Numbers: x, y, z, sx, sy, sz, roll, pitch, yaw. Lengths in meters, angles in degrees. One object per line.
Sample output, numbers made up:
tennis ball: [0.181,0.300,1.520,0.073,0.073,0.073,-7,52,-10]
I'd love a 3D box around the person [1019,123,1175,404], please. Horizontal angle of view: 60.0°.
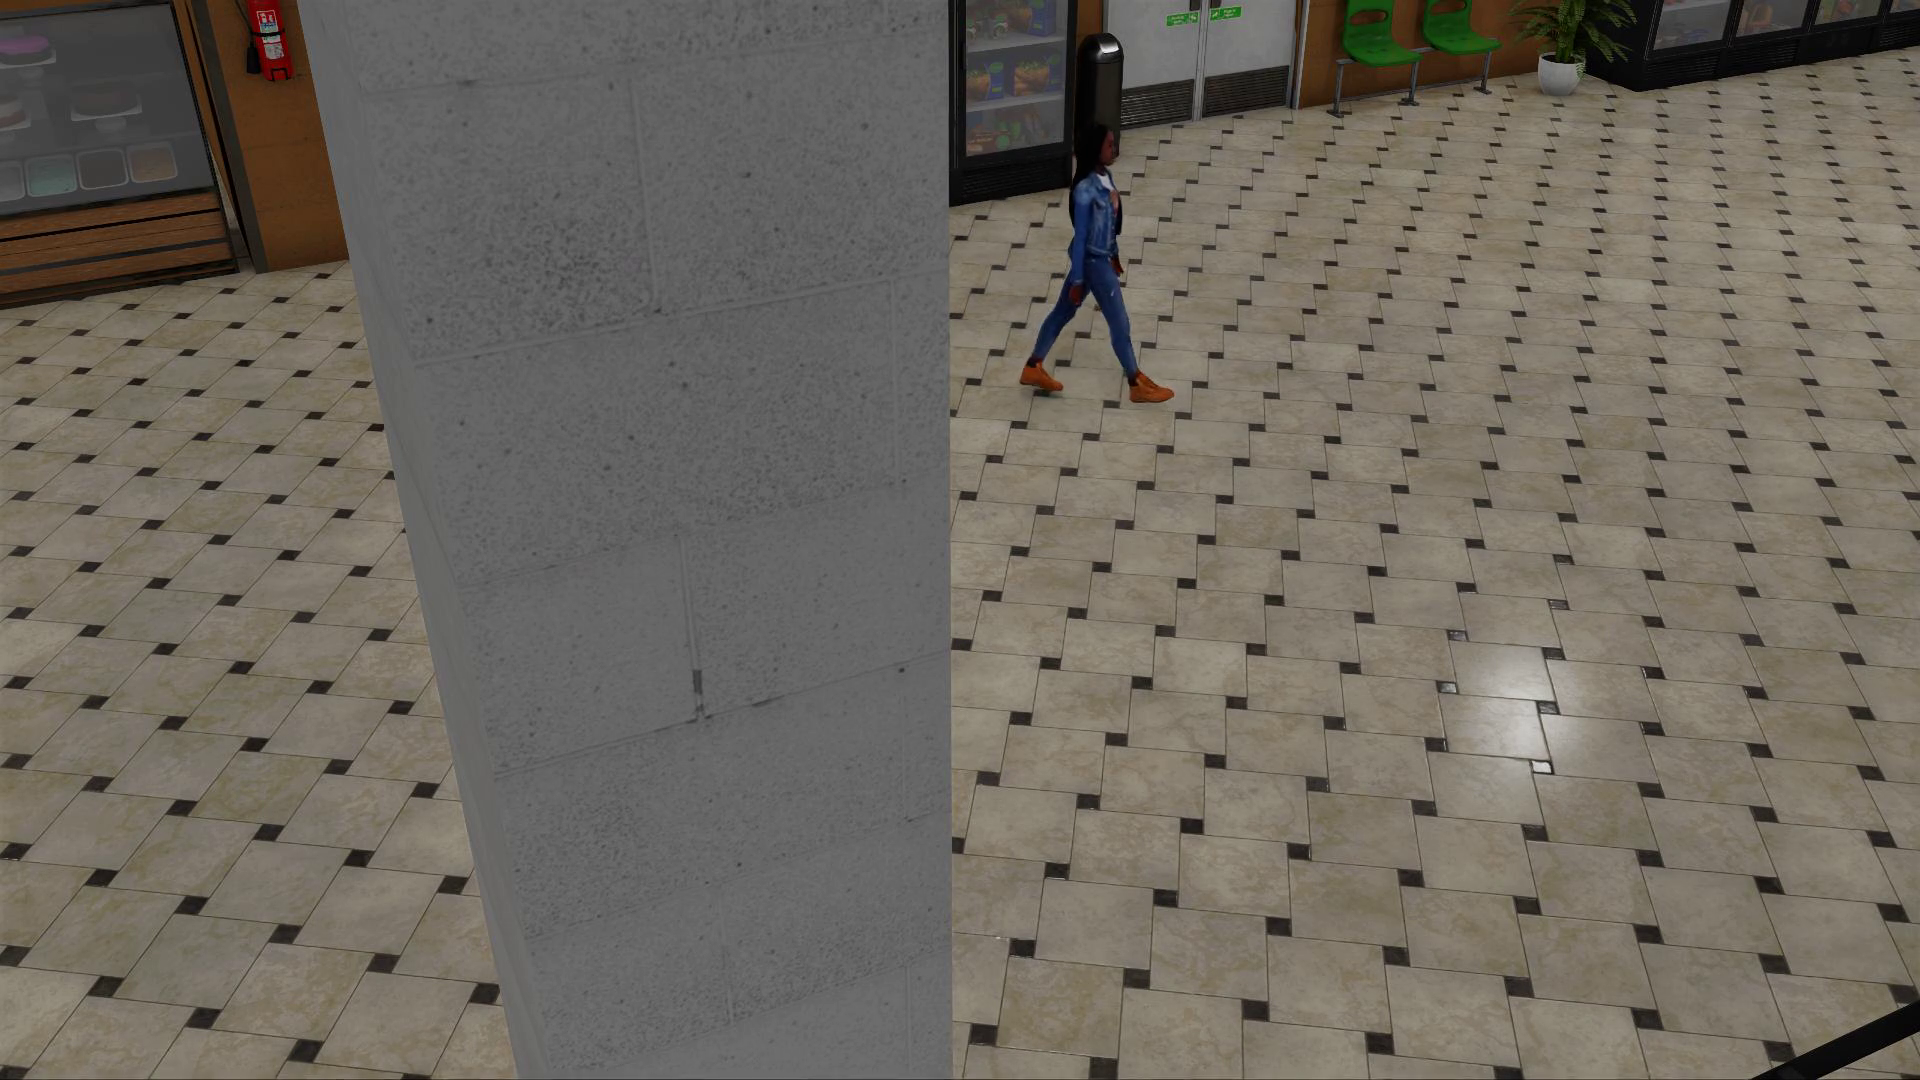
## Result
person: [0.669,-1.567,9.662,1.158,1.659,1.176,7,33,11]
